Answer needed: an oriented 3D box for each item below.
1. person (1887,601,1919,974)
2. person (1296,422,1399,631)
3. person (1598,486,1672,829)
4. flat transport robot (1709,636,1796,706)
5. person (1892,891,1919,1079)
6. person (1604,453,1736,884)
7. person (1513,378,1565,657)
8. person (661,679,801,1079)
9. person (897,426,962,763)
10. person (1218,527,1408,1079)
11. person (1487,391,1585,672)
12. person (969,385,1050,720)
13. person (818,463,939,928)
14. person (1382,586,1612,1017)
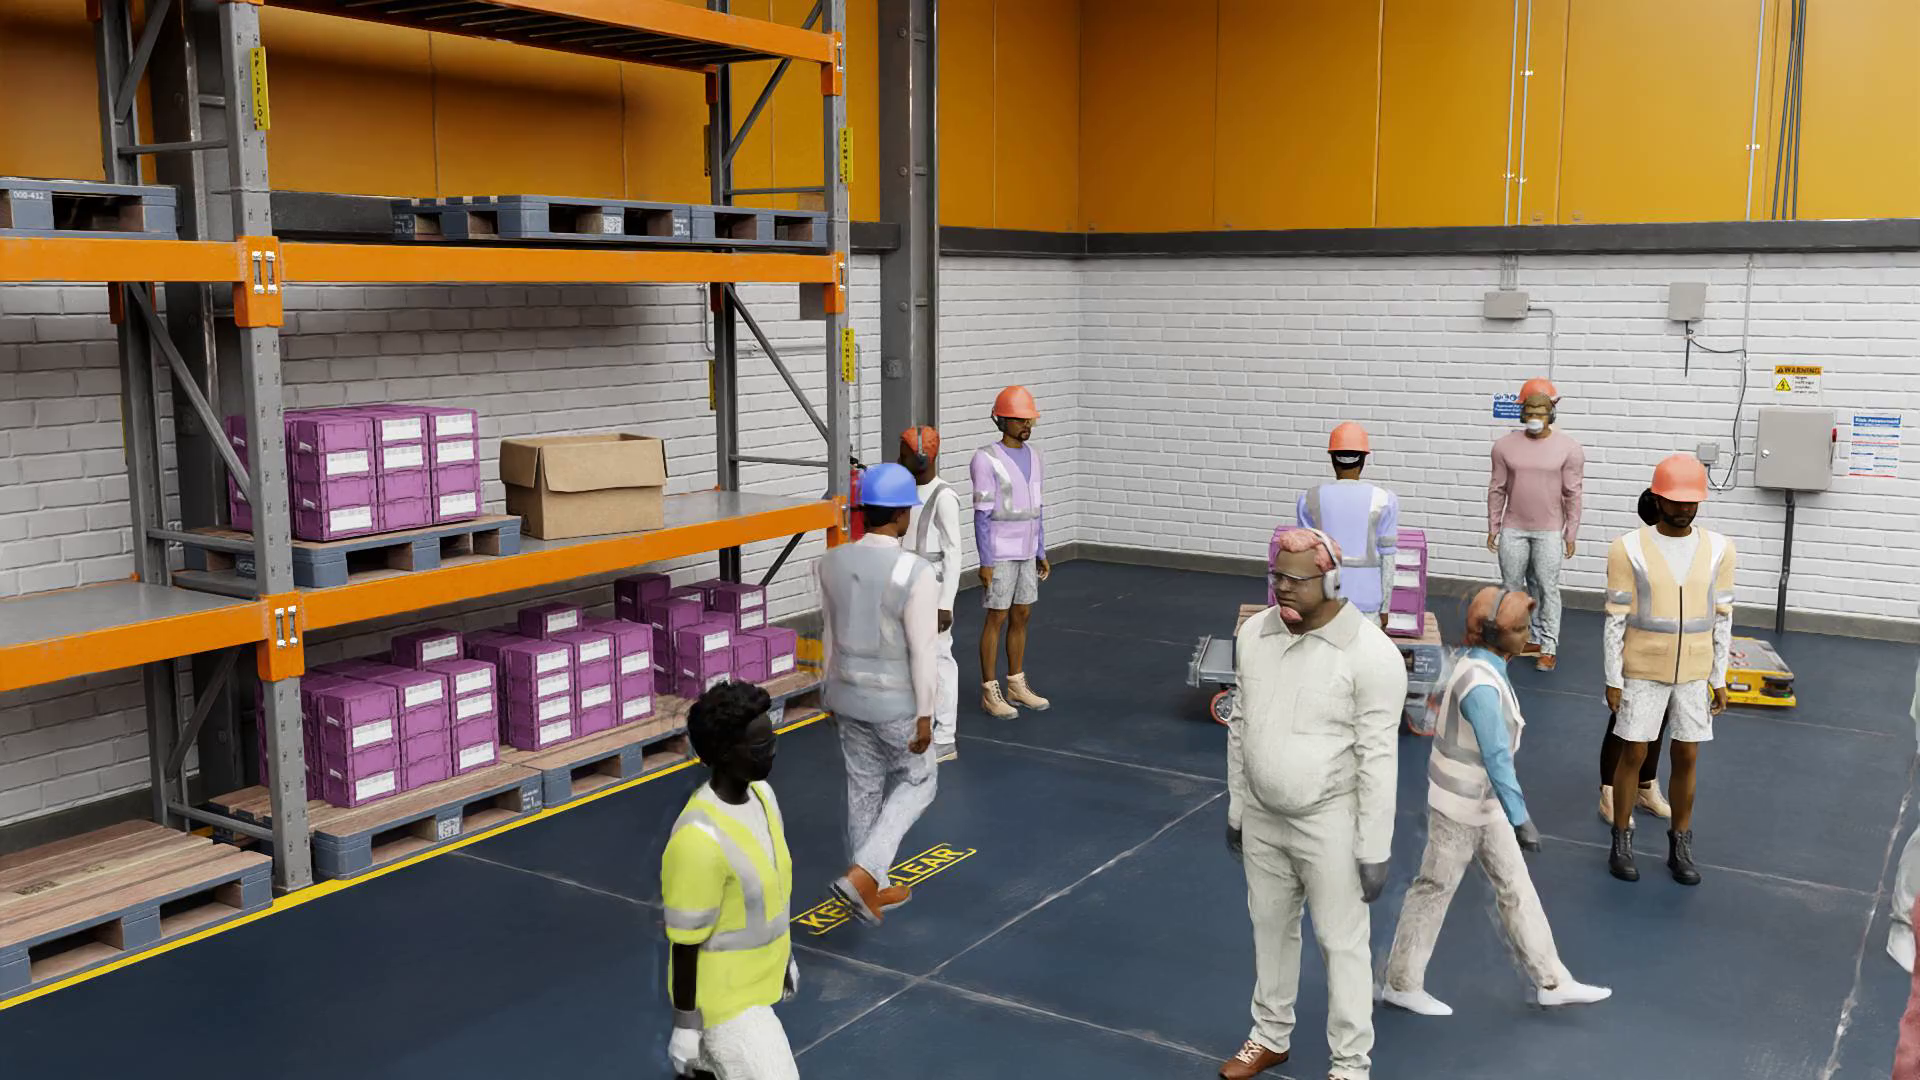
[{"bbox_3d":[3.882,0.737,6.389,0.589,1.907,0.401,-3,9,-20],"label":"person"},{"bbox_3d":[2.093,0.320,9.051,0.541,1.920,0.418,3,9,19],"label":"person"},{"bbox_3d":[3.389,0.564,8.165,0.538,1.695,0.320,-4,9,-22],"label":"person"},{"bbox_3d":[5.068,0.832,11.039,0.652,0.197,1.431,3,9,17],"label":"flat transport robot"},{"bbox_3d":[2.015,1.245,2.990,0.634,1.944,0.407,7,11,38],"label":"person"},{"bbox_3d":[3.130,0.575,7.363,0.539,1.929,0.388,1,9,5],"label":"person"},{"bbox_3d":[4.125,-0.161,11.919,0.397,1.989,0.622,5,10,30],"label":"person"},{"bbox_3d":[-0.601,1.169,4.387,0.857,1.652,0.540,1,9,9],"label":"person"},{"bbox_3d":[-0.191,0.303,9.257,0.362,1.883,0.575,-4,10,-26],"label":"person"},{"bbox_3d":[1.108,0.896,5.362,0.397,1.902,0.660,-8,12,-41],"label":"person"},{"bbox_3d":[3.957,-0.062,11.489,0.632,1.931,0.365,6,10,33],"label":"person"},{"bbox_3d":[0.336,0.071,10.248,0.377,2.044,0.607,8,12,42],"label":"person"},{"bbox_3d":[-0.352,0.653,6.832,0.627,1.932,0.568,6,11,35],"label":"person"},{"bbox_3d":[1.924,0.959,5.894,0.858,1.598,0.513,3,9,21],"label":"person"}]
